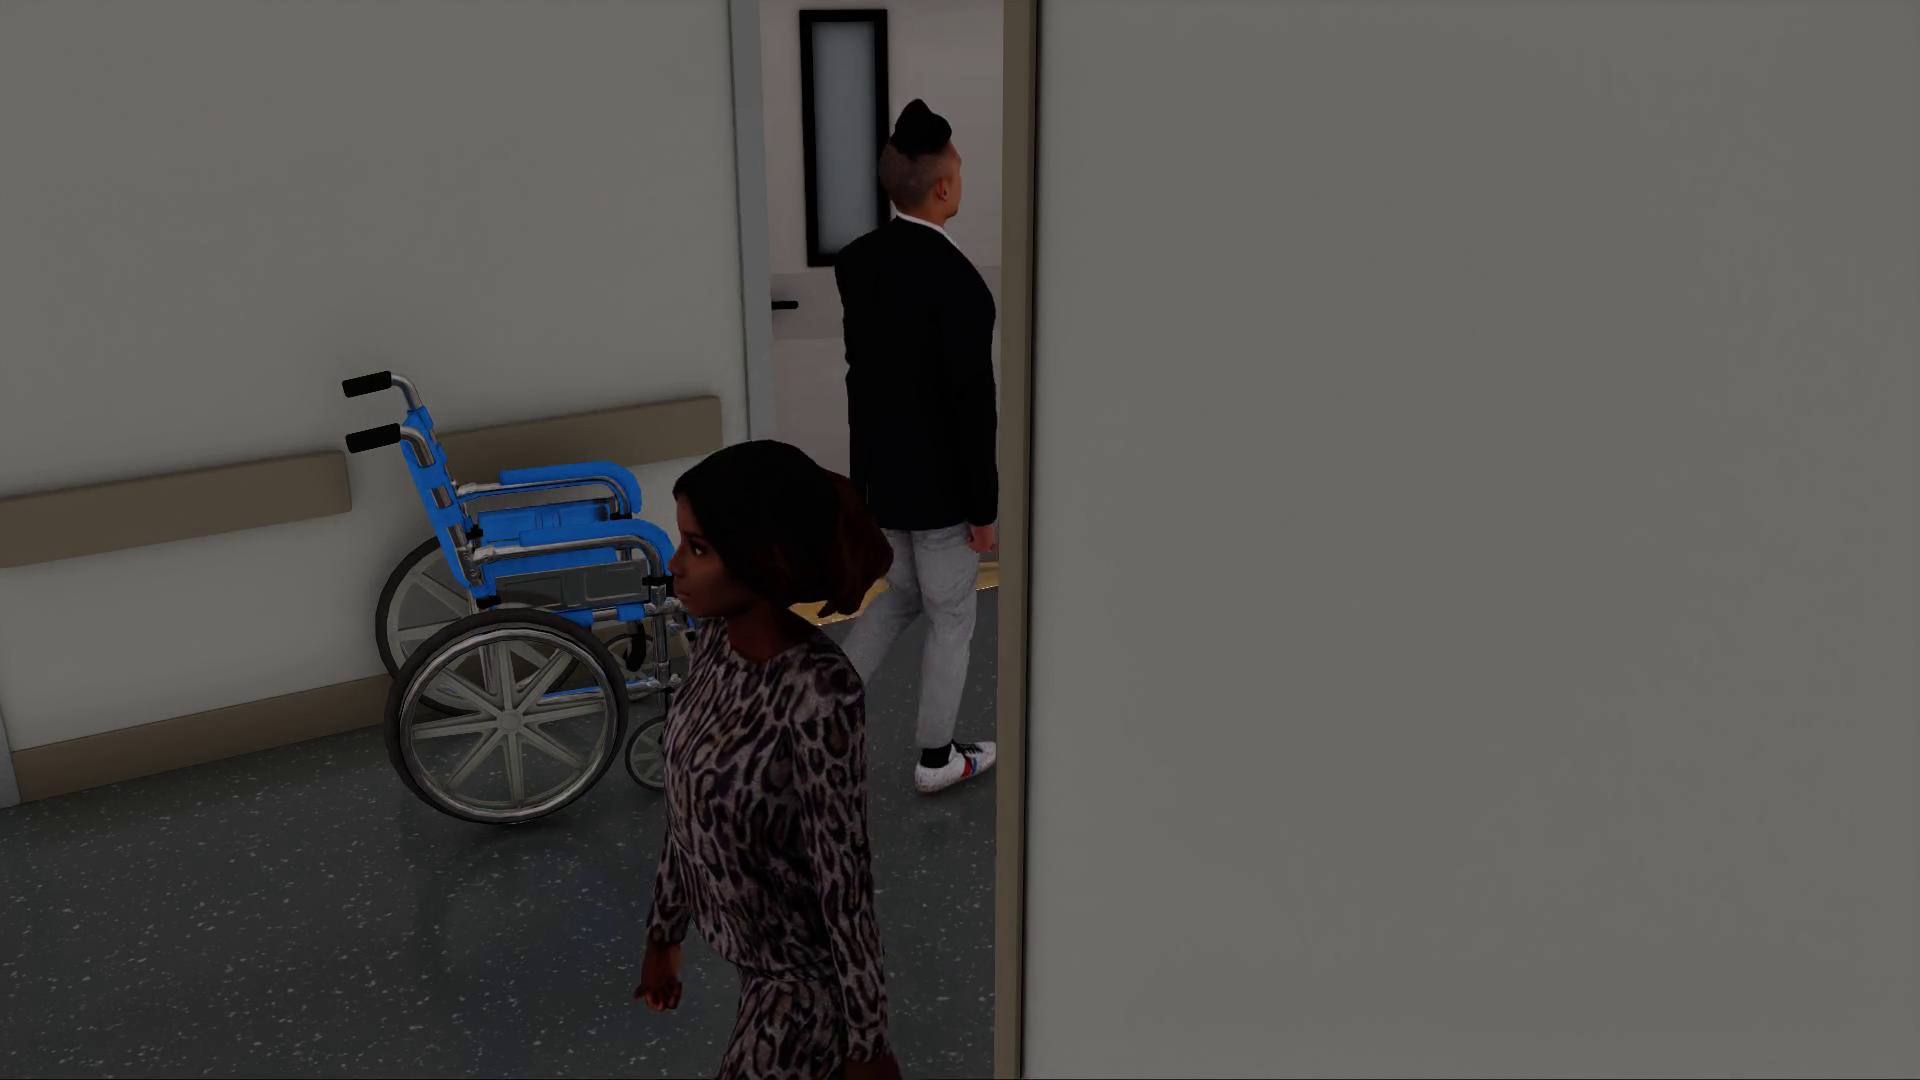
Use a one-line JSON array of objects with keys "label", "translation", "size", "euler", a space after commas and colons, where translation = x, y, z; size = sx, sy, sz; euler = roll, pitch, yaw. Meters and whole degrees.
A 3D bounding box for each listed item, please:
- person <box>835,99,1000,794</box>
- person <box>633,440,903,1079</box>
[{"label": "person", "translation": [-0.182, -0.166, 4.405], "size": [1.004, 1.932, 0.838], "euler": [-18, 27, -40]}, {"label": "person", "translation": [-0.180, 0.678, 2.557], "size": [1.145, 1.663, 0.643], "euler": [-10, 23, -25]}]
